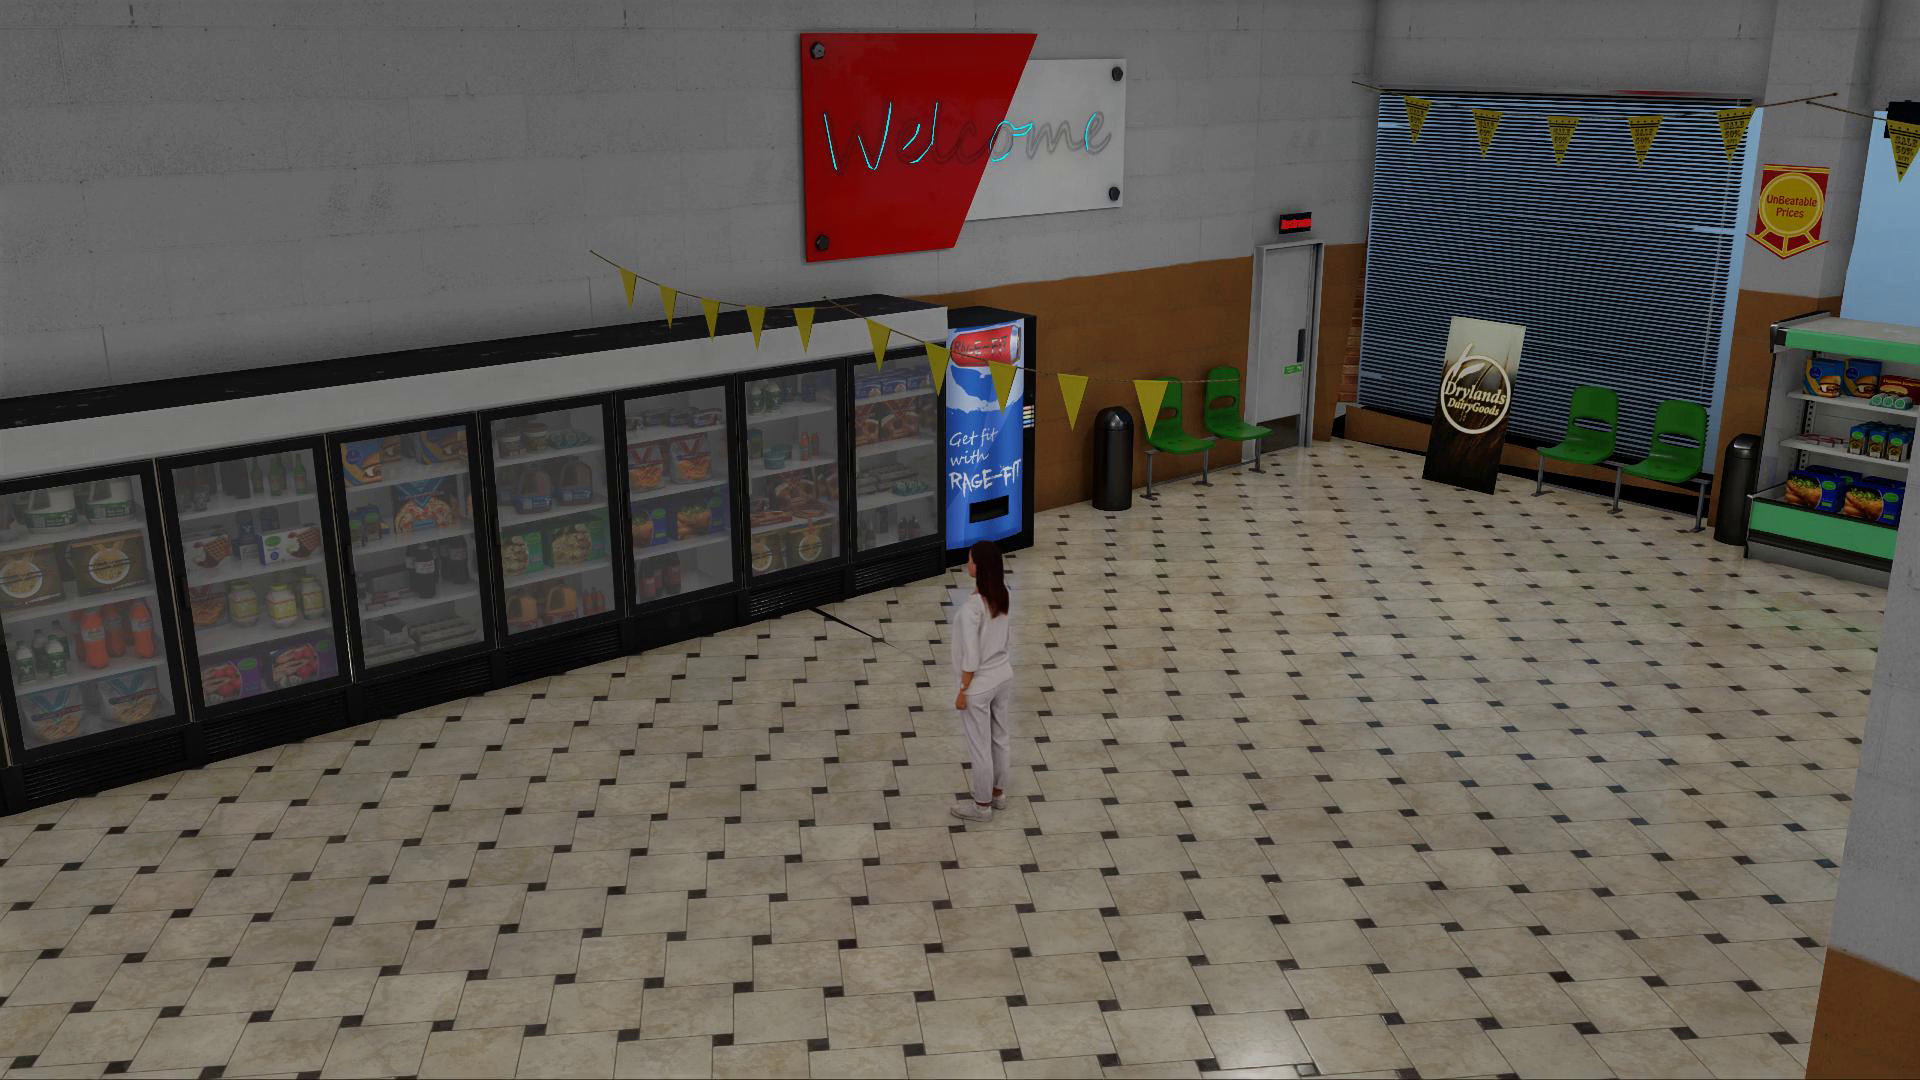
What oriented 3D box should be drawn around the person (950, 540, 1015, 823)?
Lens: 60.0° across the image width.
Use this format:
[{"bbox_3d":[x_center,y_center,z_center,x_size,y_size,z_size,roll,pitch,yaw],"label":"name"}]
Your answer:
[{"bbox_3d":[0.145,0.808,9.645,0.644,1.689,0.664,10,20,30],"label":"person"}]
